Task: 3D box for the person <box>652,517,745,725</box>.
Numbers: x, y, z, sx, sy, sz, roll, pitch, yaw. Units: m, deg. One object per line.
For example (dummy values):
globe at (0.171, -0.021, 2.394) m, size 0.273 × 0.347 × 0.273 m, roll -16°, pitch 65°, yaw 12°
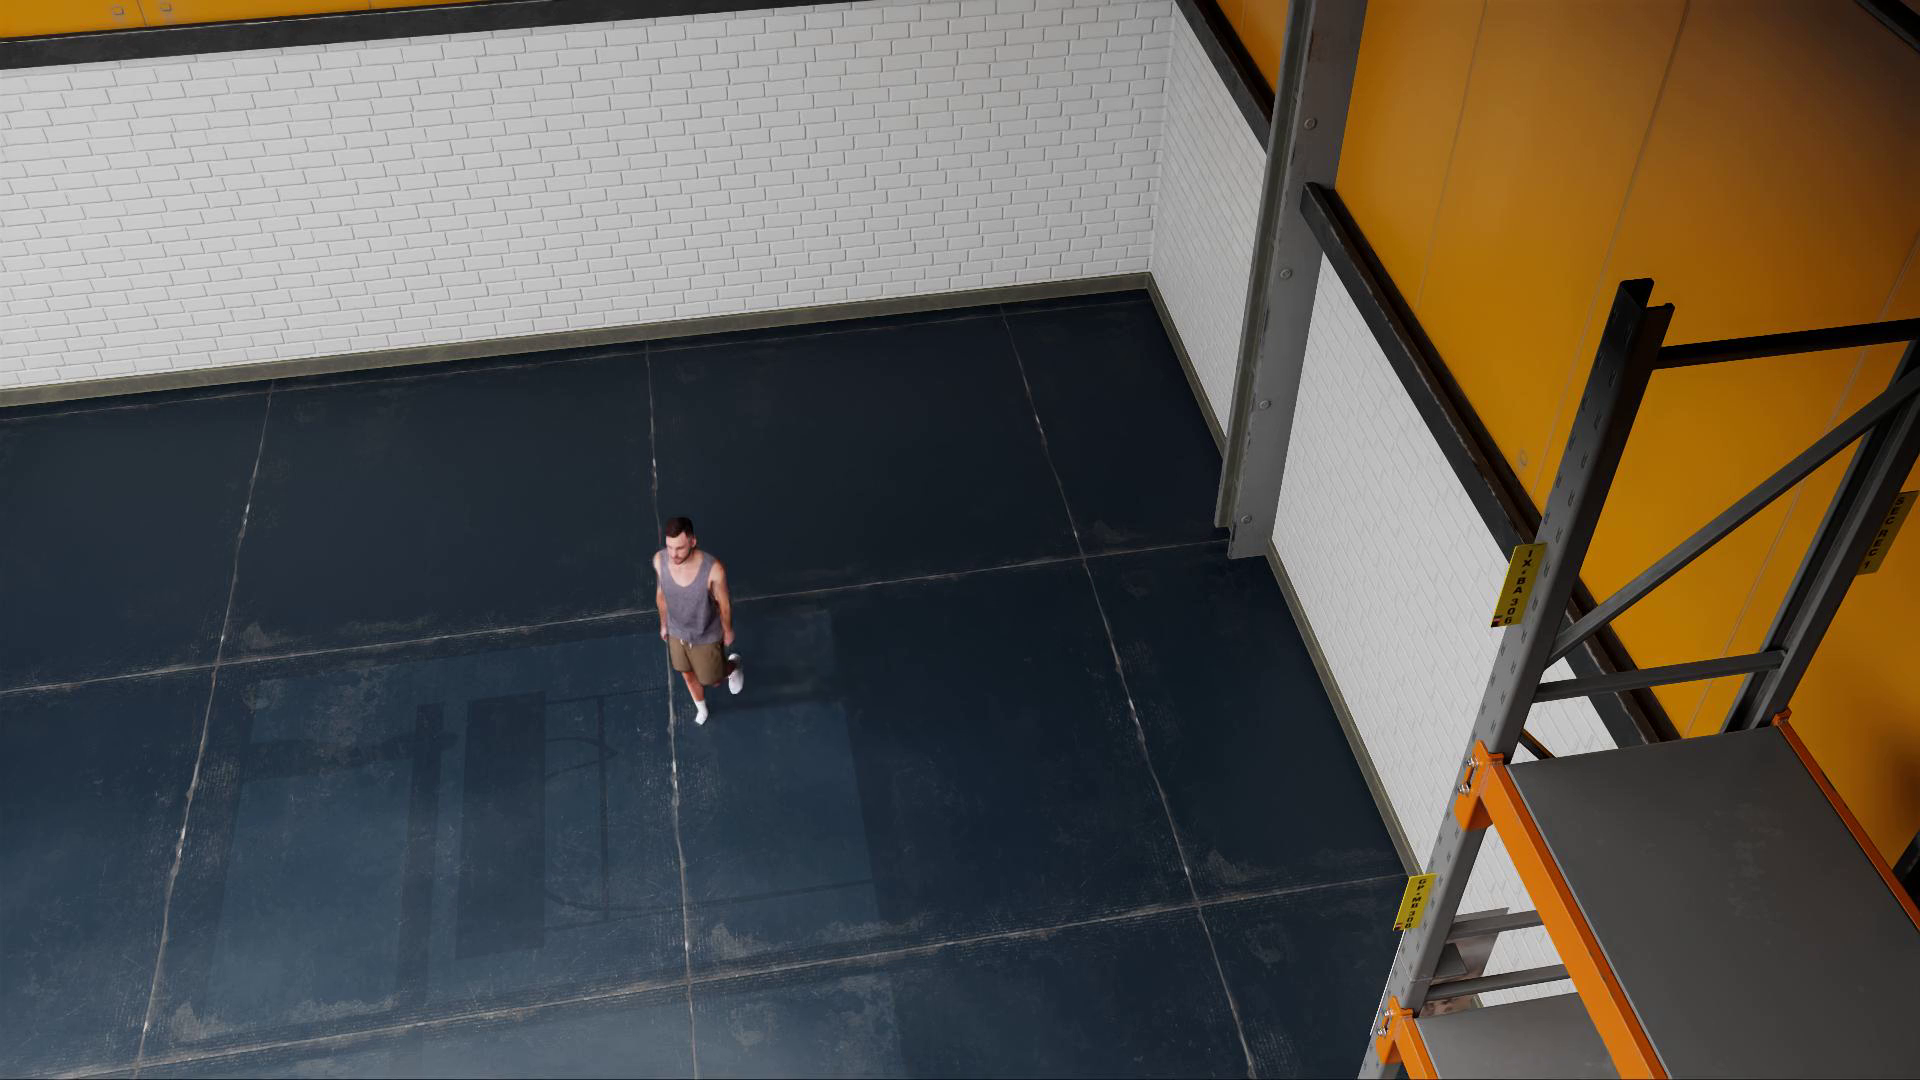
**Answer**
person at (-1.632, 0.484, 10.437) m, size 0.839 × 1.835 × 0.982 m, roll 11°, pitch 45°, yaw 11°
